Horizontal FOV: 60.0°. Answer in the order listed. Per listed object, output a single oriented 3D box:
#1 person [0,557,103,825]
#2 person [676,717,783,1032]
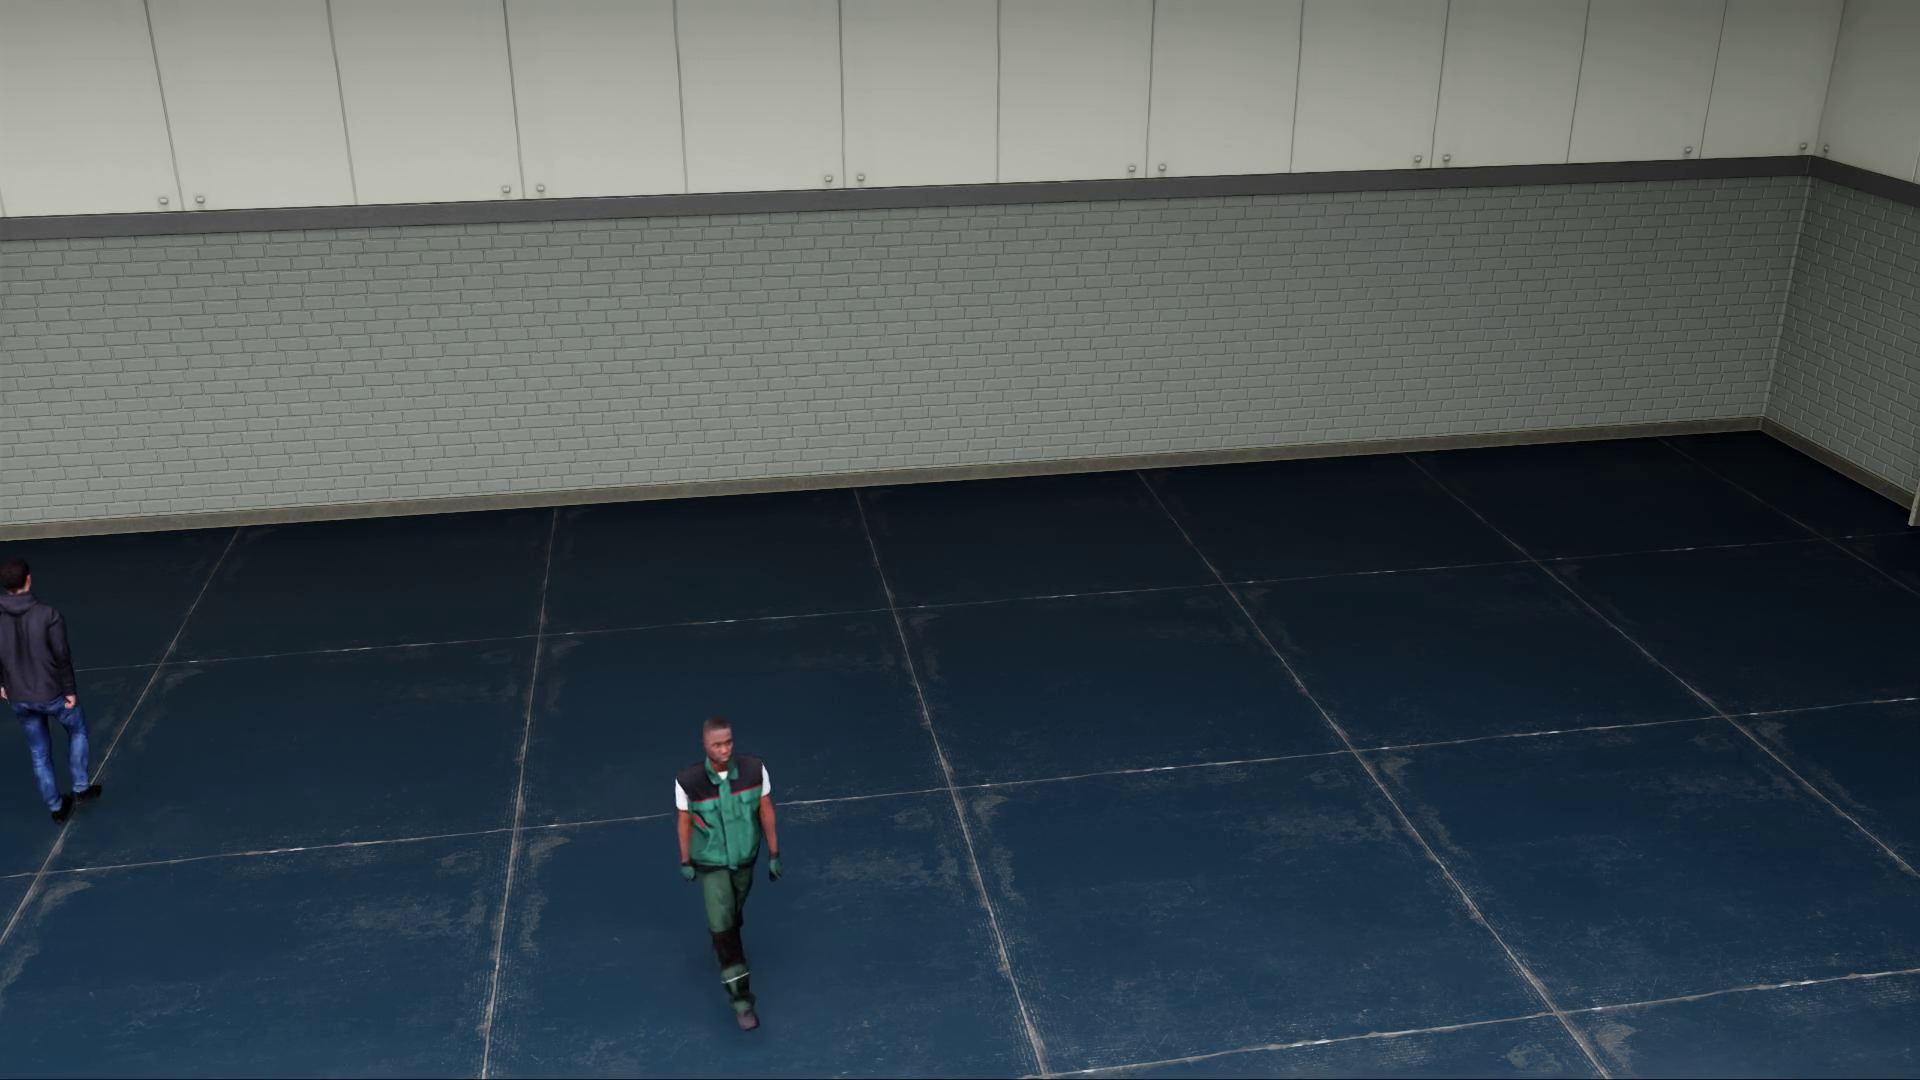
[{"bbox_3d":[-6.127,1.045,11.007,0.690,1.878,0.633,-6,24,-13],"label":"person"},{"bbox_3d":[-1.338,1.774,9.413,0.921,1.784,1.269,-11,26,-25],"label":"person"}]
